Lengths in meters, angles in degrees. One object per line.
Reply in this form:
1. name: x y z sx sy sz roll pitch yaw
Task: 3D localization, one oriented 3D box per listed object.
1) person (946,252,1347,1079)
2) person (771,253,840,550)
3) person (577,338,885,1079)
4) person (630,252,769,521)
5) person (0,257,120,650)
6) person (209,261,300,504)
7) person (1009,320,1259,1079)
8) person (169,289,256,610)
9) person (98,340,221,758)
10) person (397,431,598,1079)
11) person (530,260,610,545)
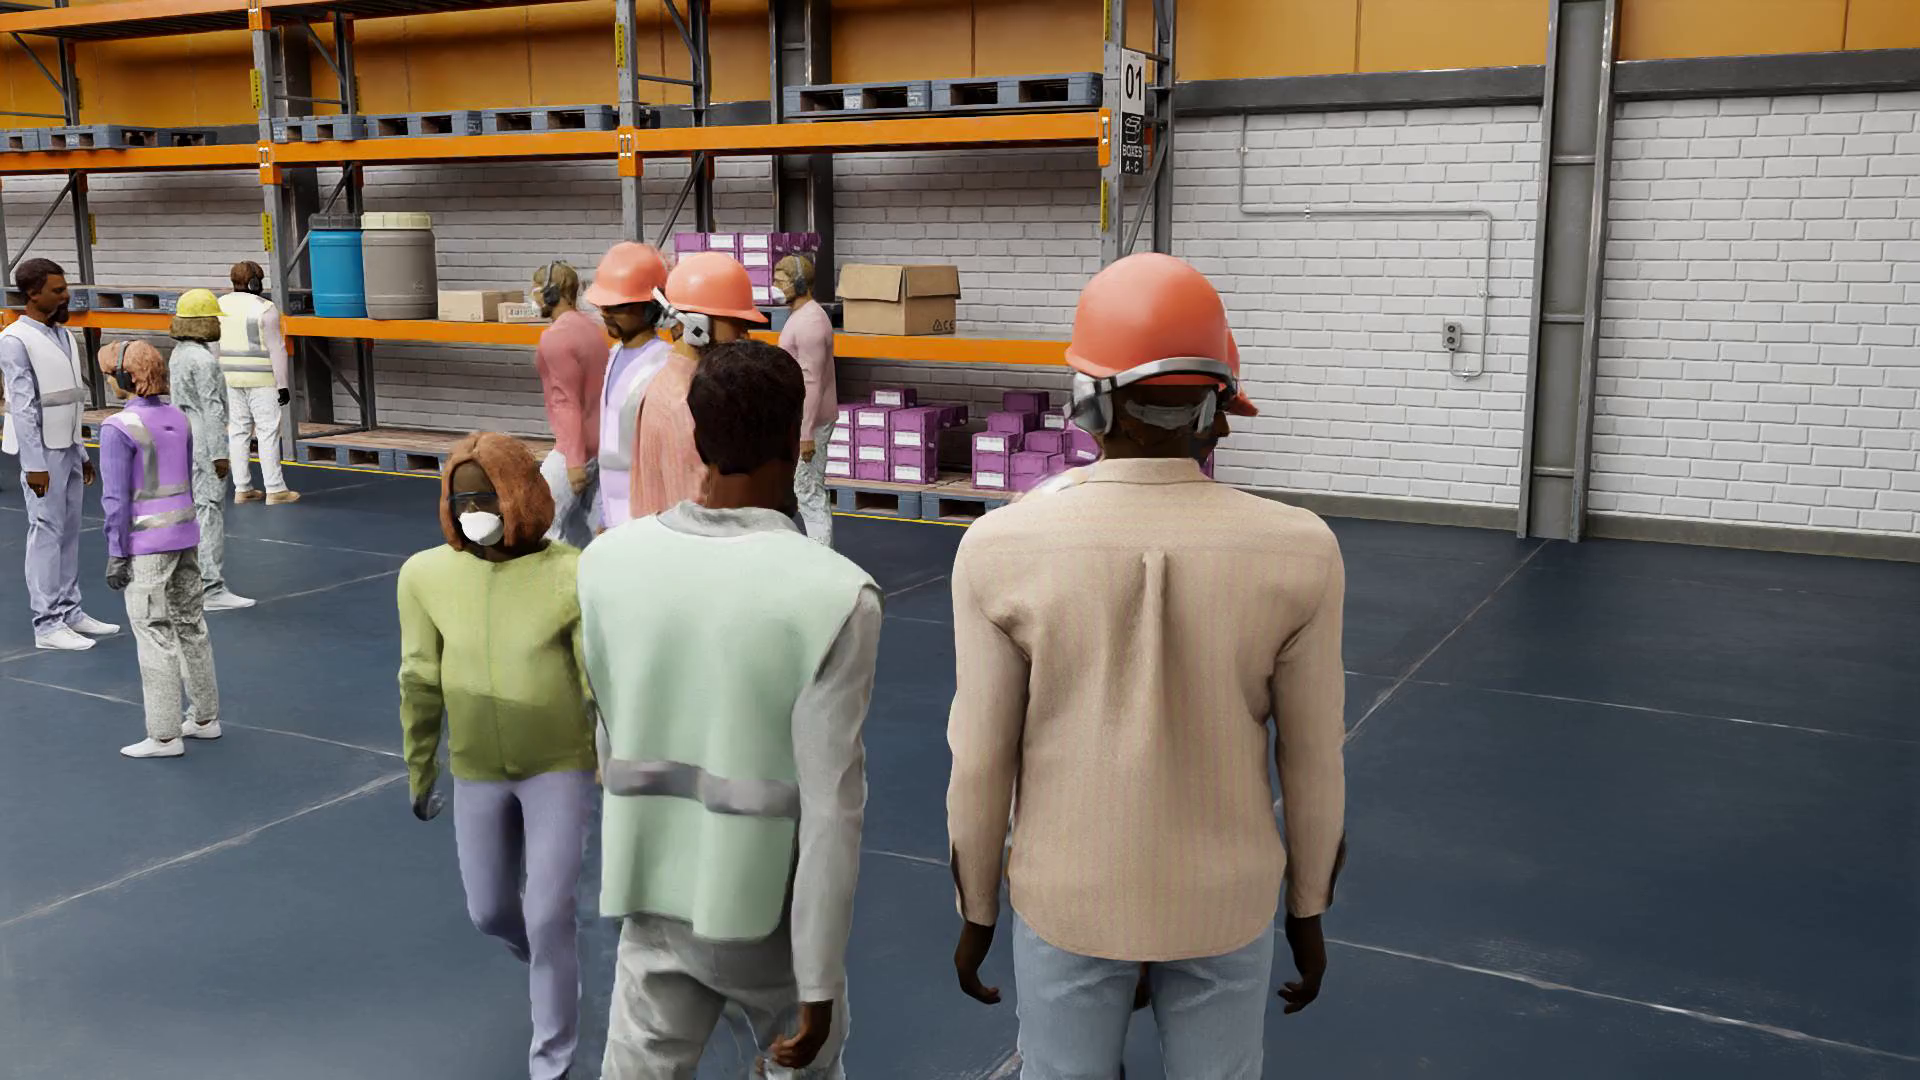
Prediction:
1. person: 0.289 0.560 2.622 0.622 1.997 0.372 0 10 0
2. person: -0.867 -0.644 9.416 0.367 1.932 0.631 -1 10 -7
3. person: -0.429 0.617 2.730 0.603 1.855 0.989 4 11 23
4. person: -0.754 0.155 4.902 0.410 1.980 0.627 -2 11 -12
5. person: -4.493 -0.424 8.227 0.392 1.922 0.593 -1 10 -7
6. person: -5.354 -1.187 12.629 0.637 1.842 0.429 3 11 17
7. person: 0.279 0.479 3.317 0.588 1.914 0.679 -6 12 -29
8. person: -4.117 -0.493 9.090 0.322 1.743 0.489 -10 14 -43
9. person: -3.142 0.037 6.504 0.316 1.629 0.509 1 10 5
10. person: -1.011 0.523 3.886 0.527 1.606 0.630 0 10 2
11. person: -1.930 -0.420 8.251 0.769 1.900 0.641 2 10 9
